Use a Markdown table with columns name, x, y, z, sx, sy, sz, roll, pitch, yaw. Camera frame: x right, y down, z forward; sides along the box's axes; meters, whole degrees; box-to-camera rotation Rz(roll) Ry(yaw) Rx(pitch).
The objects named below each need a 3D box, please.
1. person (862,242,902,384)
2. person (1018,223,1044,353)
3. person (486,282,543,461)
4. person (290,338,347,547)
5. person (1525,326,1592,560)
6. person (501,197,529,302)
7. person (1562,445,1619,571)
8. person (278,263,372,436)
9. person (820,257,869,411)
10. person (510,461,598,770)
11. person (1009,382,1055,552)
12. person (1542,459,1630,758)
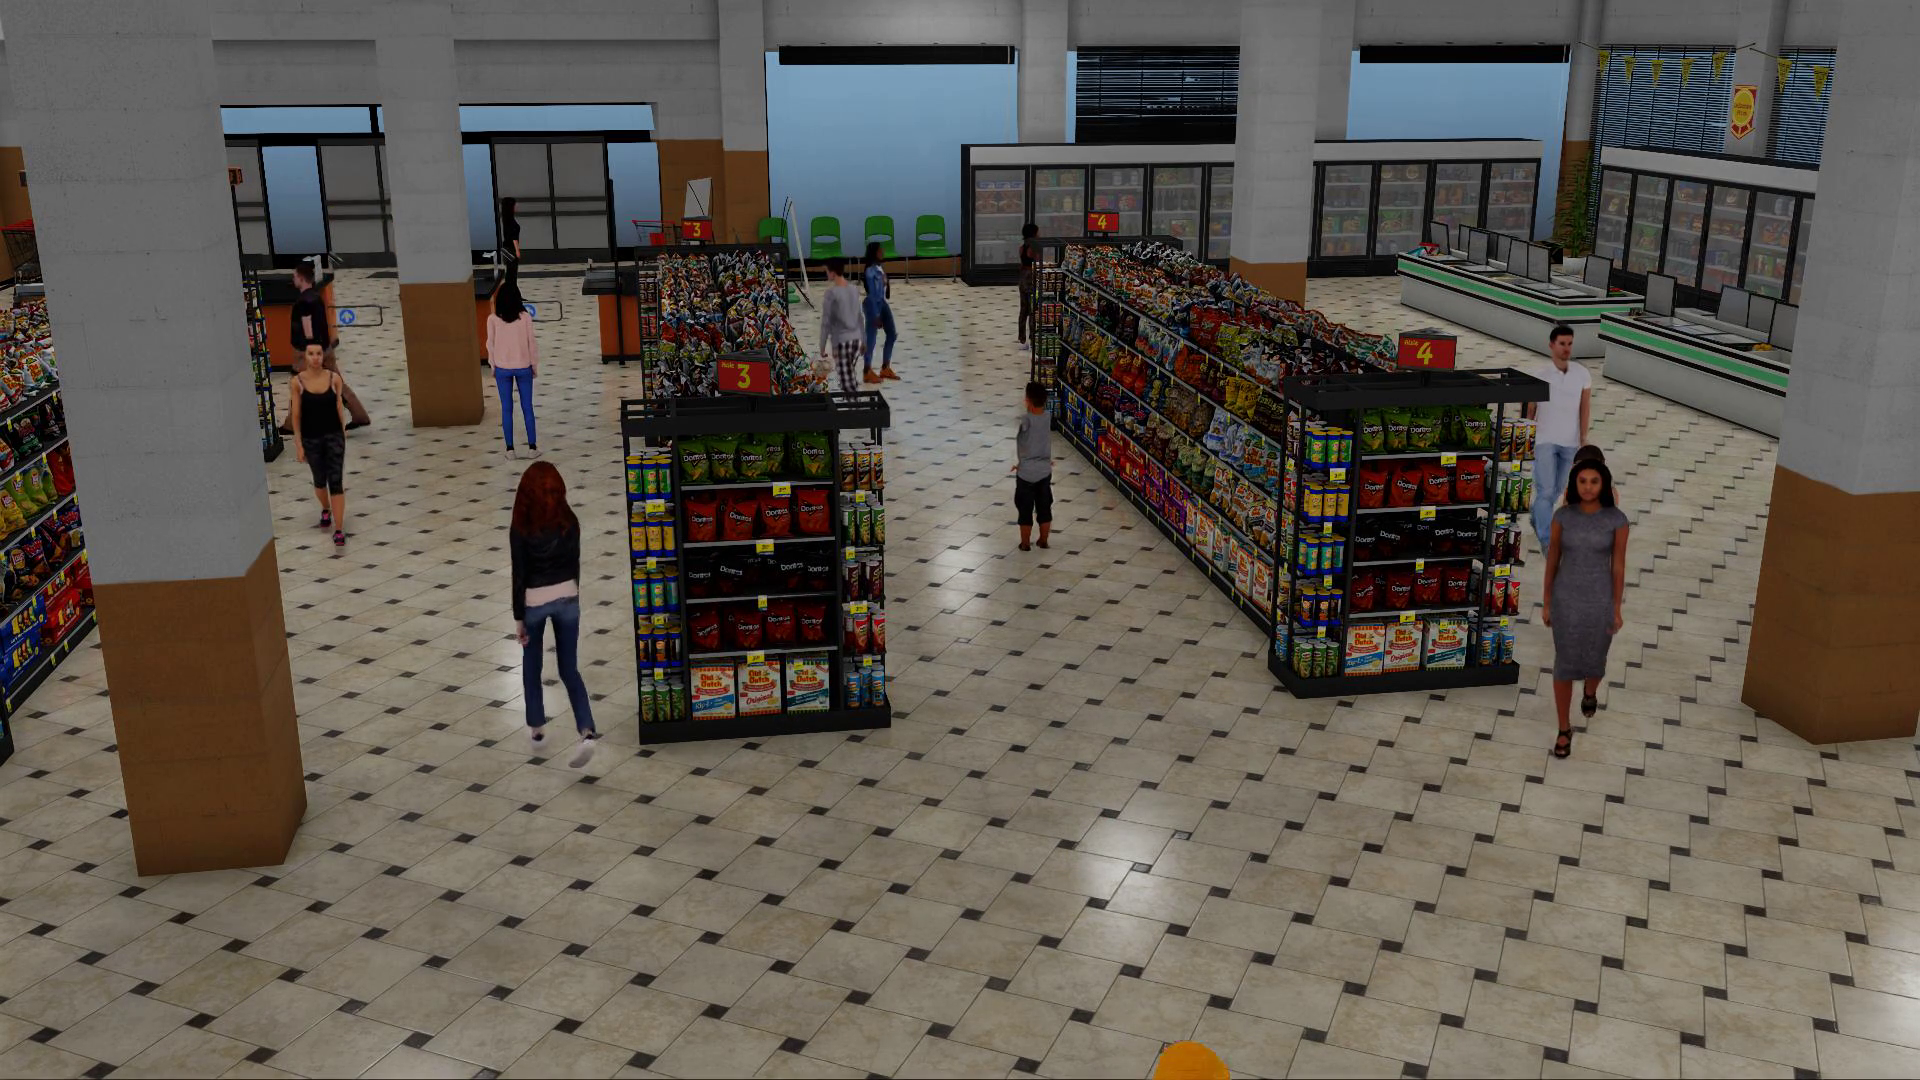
| name | x | y | z | sx | sy | sz | roll | pitch | yaw |
| --- | --- | --- | --- | --- | --- | --- | --- | --- | --- |
| person | -1.103 | -2.740 | 20.093 | 0.833 | 1.703 | 0.767 | 5 | 18 | 15 |
| person | 0.934 | -3.375 | 22.189 | 0.713 | 1.700 | 0.599 | -11 | 20 | -32 |
| person | -4.427 | -1.679 | 16.488 | 0.644 | 1.768 | 0.527 | -3 | 17 | -9 |
| person | -5.309 | -0.816 | 13.820 | 0.736 | 1.666 | 1.241 | -6 | 18 | -20 |
| person | 4.823 | -0.810 | 13.527 | 0.757 | 1.824 | 1.169 | -1 | 17 | -3 |
| person | -7.114 | -4.600 | 26.322 | 0.711 | 1.642 | 0.577 | -11 | 20 | -33 |
| person | 4.108 | 0.123 | 10.946 | 0.707 | 1.539 | 0.881 | 3 | 17 | 8 |
| person | -6.626 | -1.947 | 17.334 | 0.901 | 1.789 | 1.212 | 0 | 17 | -1 |
| person | -1.156 | -2.074 | 17.693 | 0.862 | 1.823 | 0.933 | -14 | 22 | -39 |
| person | -2.284 | 0.459 | 9.461 | 0.825 | 1.759 | 1.212 | -10 | 20 | -30 |
| person | 0.603 | -0.638 | 13.594 | 0.650 | 1.456 | 0.628 | -7 | 18 | -21 |
| person | 3.642 | 0.384 | 9.692 | 0.844 | 1.767 | 0.920 | 9 | 19 | 28 |
